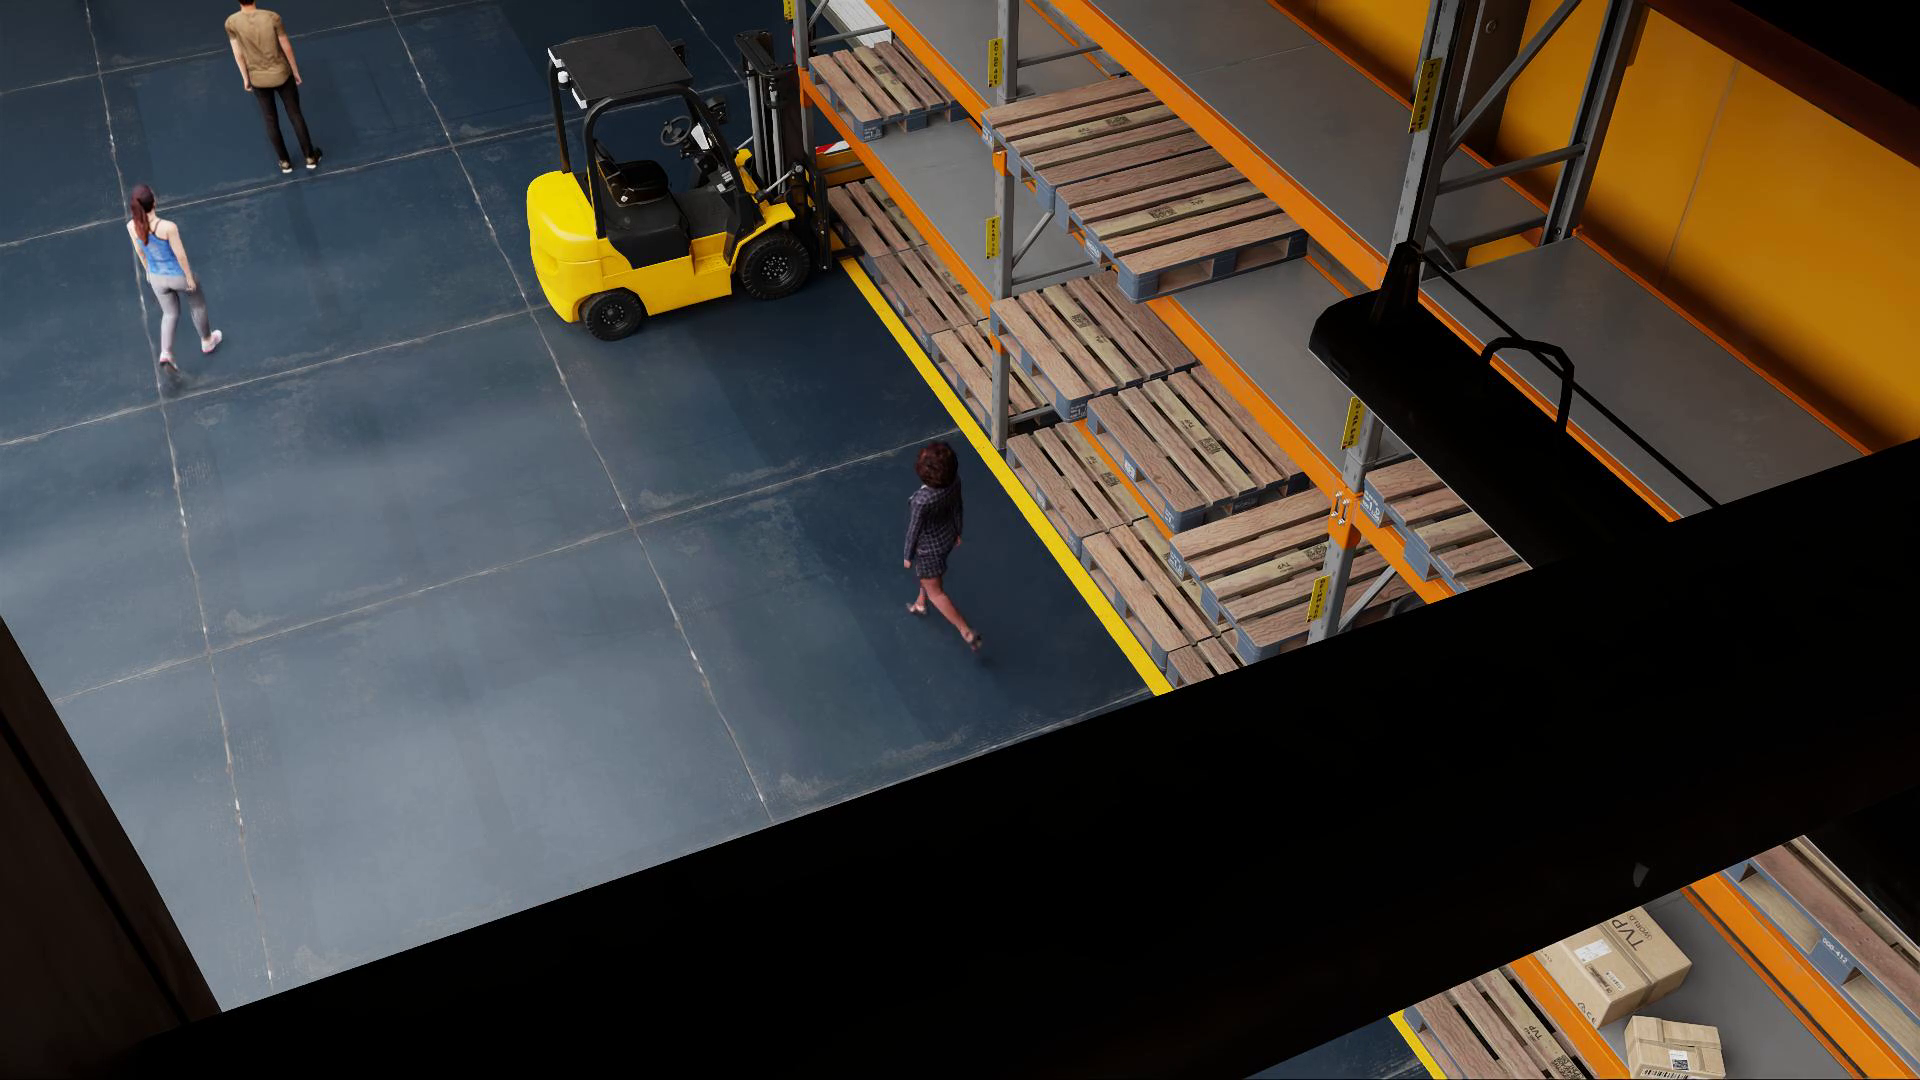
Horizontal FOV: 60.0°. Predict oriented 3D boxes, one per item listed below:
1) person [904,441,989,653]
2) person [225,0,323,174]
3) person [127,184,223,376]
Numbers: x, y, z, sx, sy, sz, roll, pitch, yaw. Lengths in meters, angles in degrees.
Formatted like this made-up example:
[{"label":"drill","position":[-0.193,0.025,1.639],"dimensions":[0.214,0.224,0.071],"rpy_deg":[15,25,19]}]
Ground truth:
[{"label":"person","position":[-0.109,0.086,10.882],"dimensions":[1.099,1.675,0.884],"rpy_deg":[30,51,28]},{"label":"person","position":[-6.363,-4.279,15.338],"dimensions":[0.698,1.848,0.609],"rpy_deg":[-11,45,-11]},{"label":"person","position":[-6.272,-2.031,13.168],"dimensions":[0.844,1.587,1.049],"rpy_deg":[2,44,2]}]
